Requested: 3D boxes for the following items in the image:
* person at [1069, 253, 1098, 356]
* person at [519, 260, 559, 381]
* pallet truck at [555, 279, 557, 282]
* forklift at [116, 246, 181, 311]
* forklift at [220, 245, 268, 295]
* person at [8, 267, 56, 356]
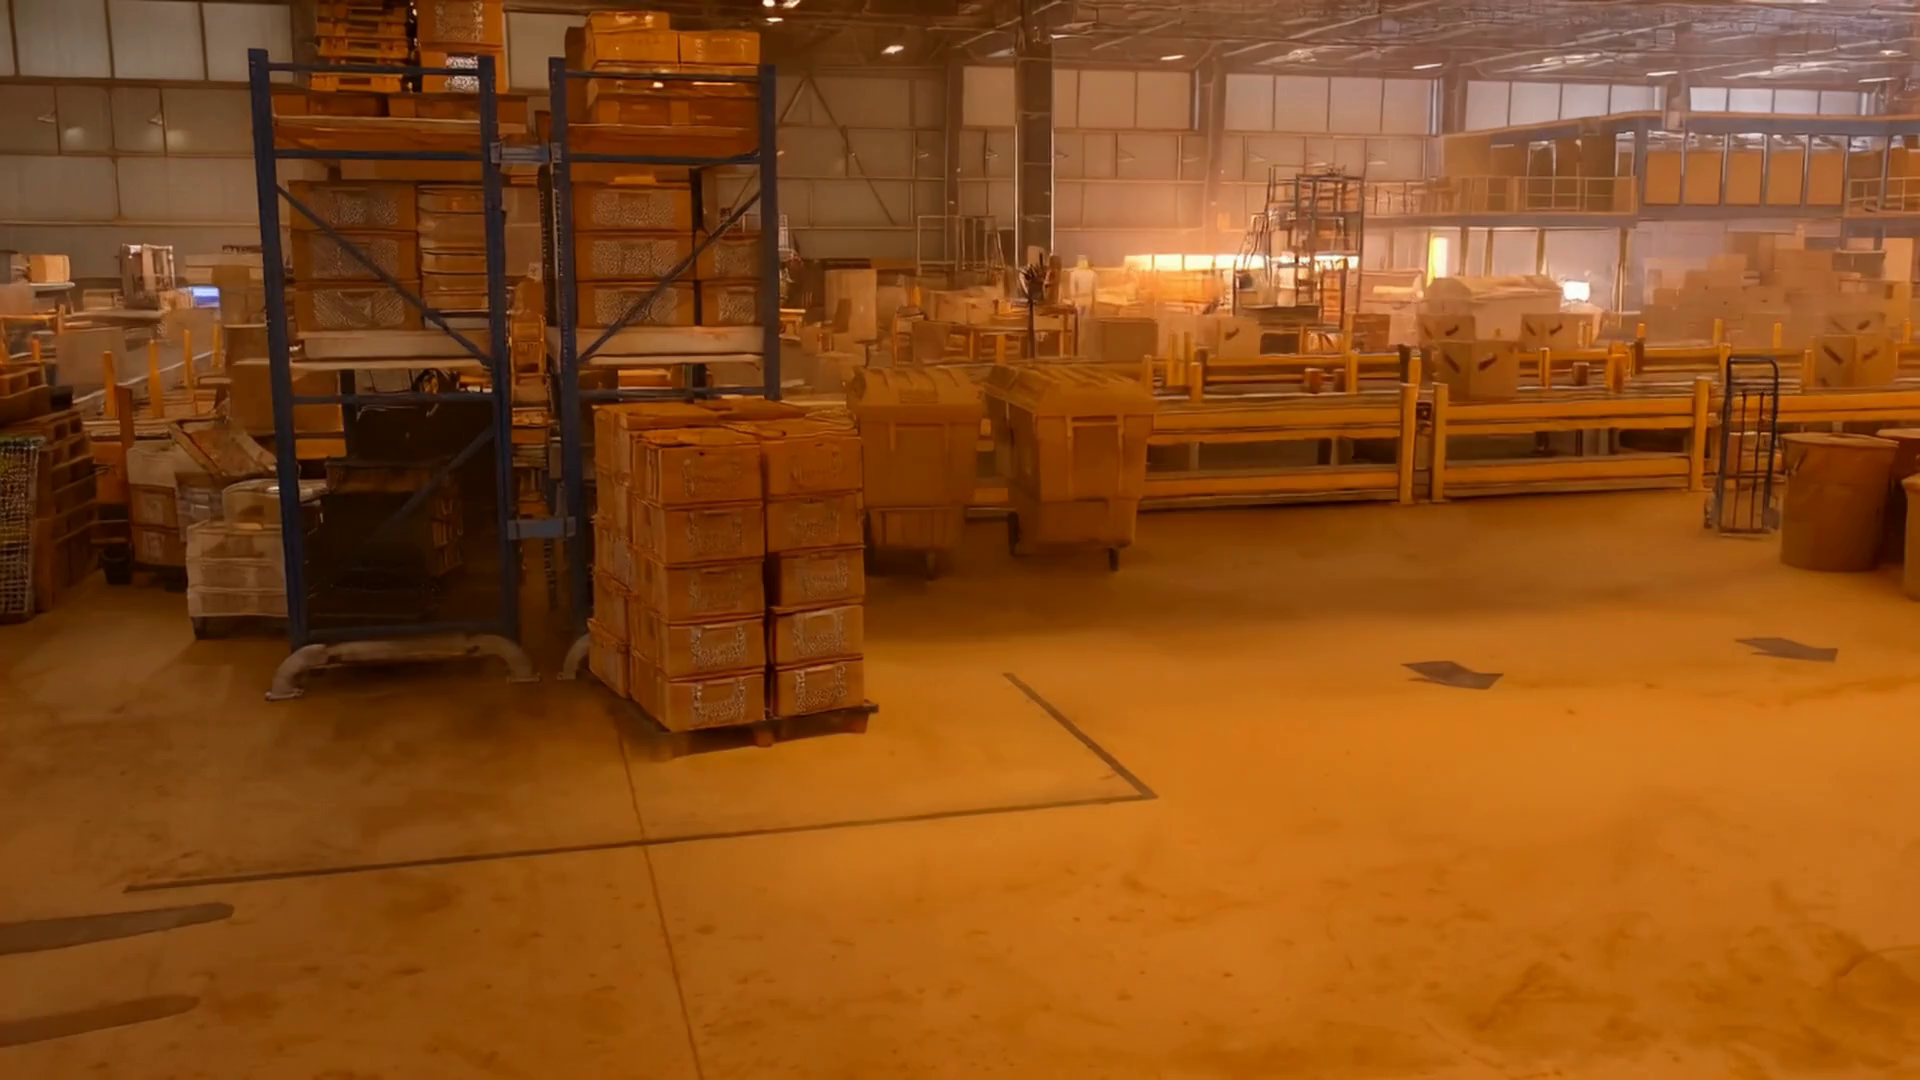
[{"bbox_3d":[2.399,-4.630,32.680,0.612,1.985,1.049,-2,10,-11],"label":"person"},{"bbox_3d":[-6.666,-3.459,26.307,0.642,1.905,0.399,1,10,6],"label":"person"},{"bbox_3d":[-10.604,-6.375,44.520,0.653,1.274,1.630,-3,10,-15],"label":"pallet truck"},{"bbox_3d":[-19.966,-6.232,40.894,1.157,1.987,2.680,-3,10,-15],"label":"forklift"},{"bbox_3d":[-17.749,-6.334,41.440,1.157,1.987,2.680,-3,10,-17],"label":"forklift"},{"bbox_3d":[-18.226,-4.447,32.438,0.928,1.716,0.545,-9,14,-43],"label":"person"}]
